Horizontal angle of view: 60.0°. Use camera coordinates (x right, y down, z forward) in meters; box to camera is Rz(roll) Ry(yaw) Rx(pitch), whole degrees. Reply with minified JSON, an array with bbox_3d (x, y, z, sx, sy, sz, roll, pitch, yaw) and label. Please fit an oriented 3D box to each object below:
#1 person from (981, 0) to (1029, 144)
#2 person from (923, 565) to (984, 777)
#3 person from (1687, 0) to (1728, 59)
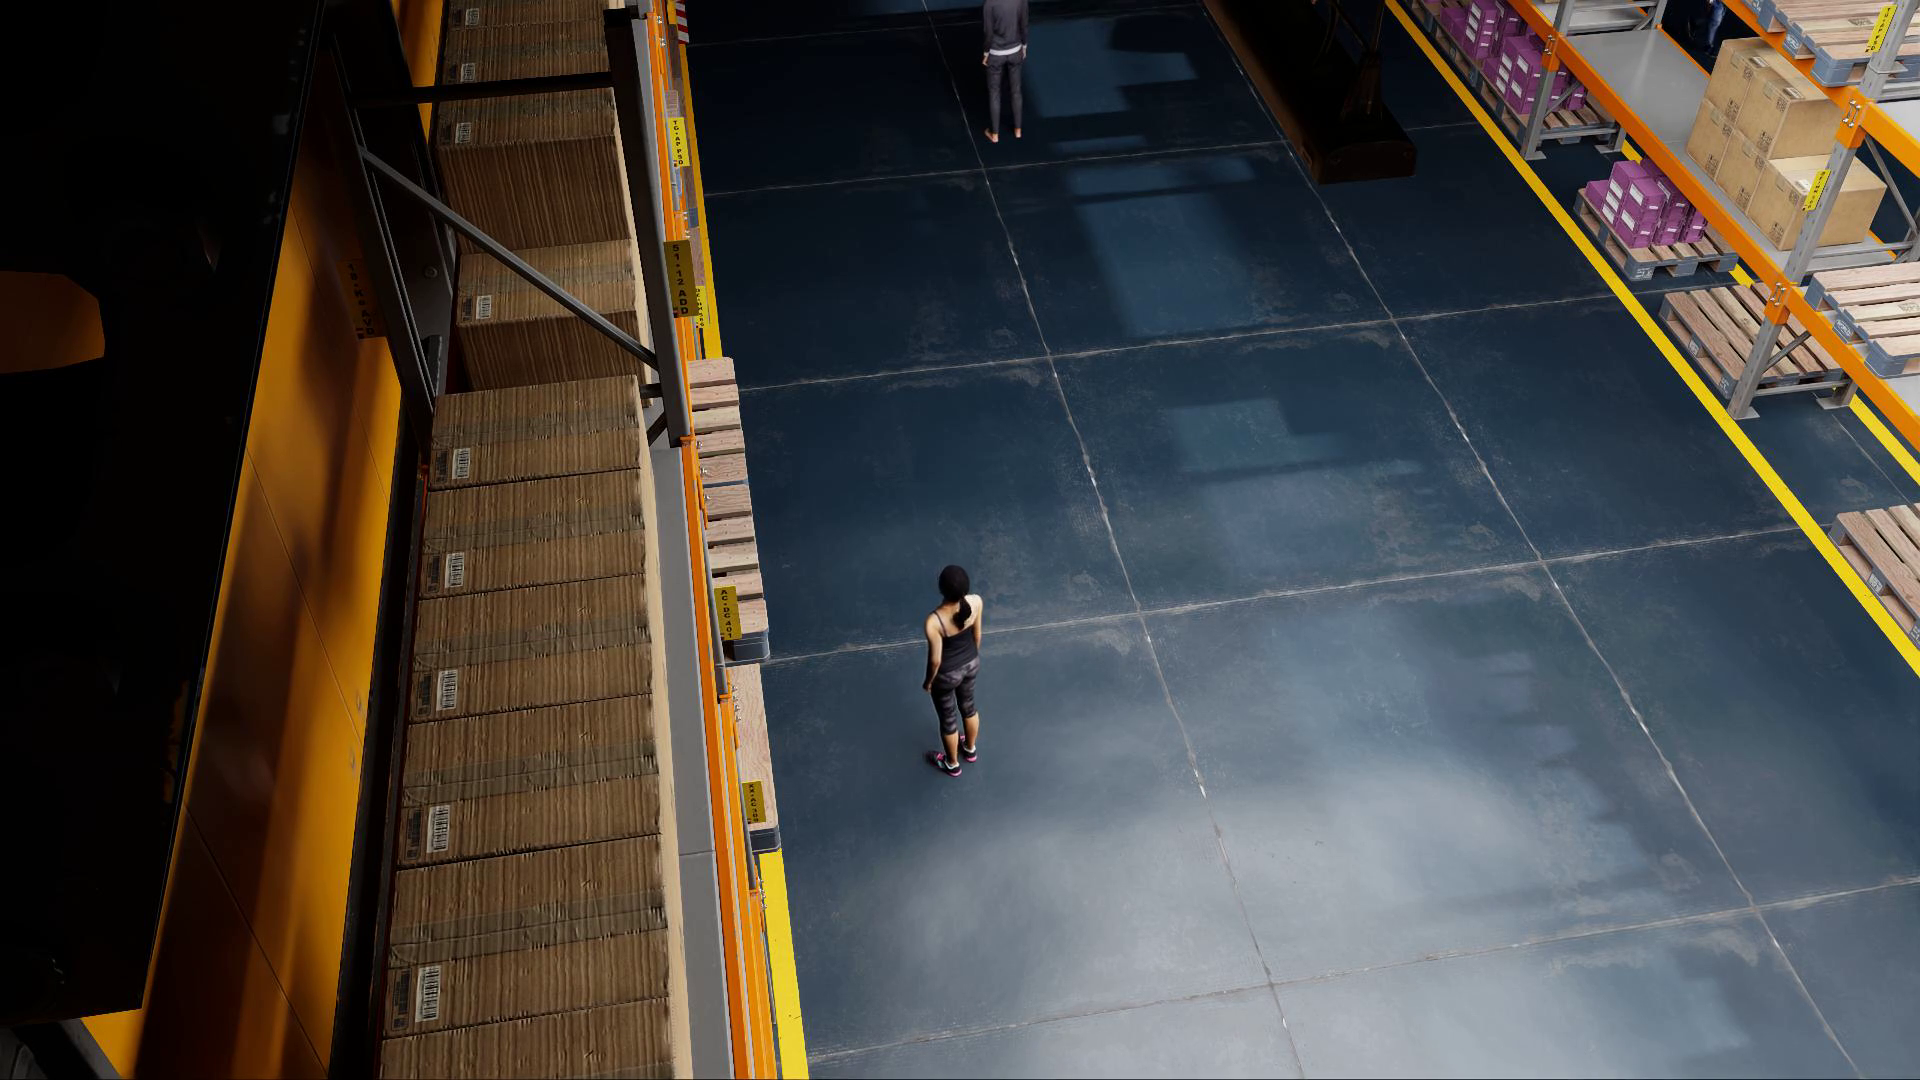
[{"bbox_3d":[0.423,-4.640,15.804,0.649,1.769,0.565,-14,45,-14],"label":"person"},{"bbox_3d":[-0.032,0.793,10.130,0.664,1.729,0.690,-28,50,-27],"label":"person"},{"bbox_3d":[7.886,-5.708,17.303,0.646,1.247,0.853,-21,48,-21],"label":"person"}]
